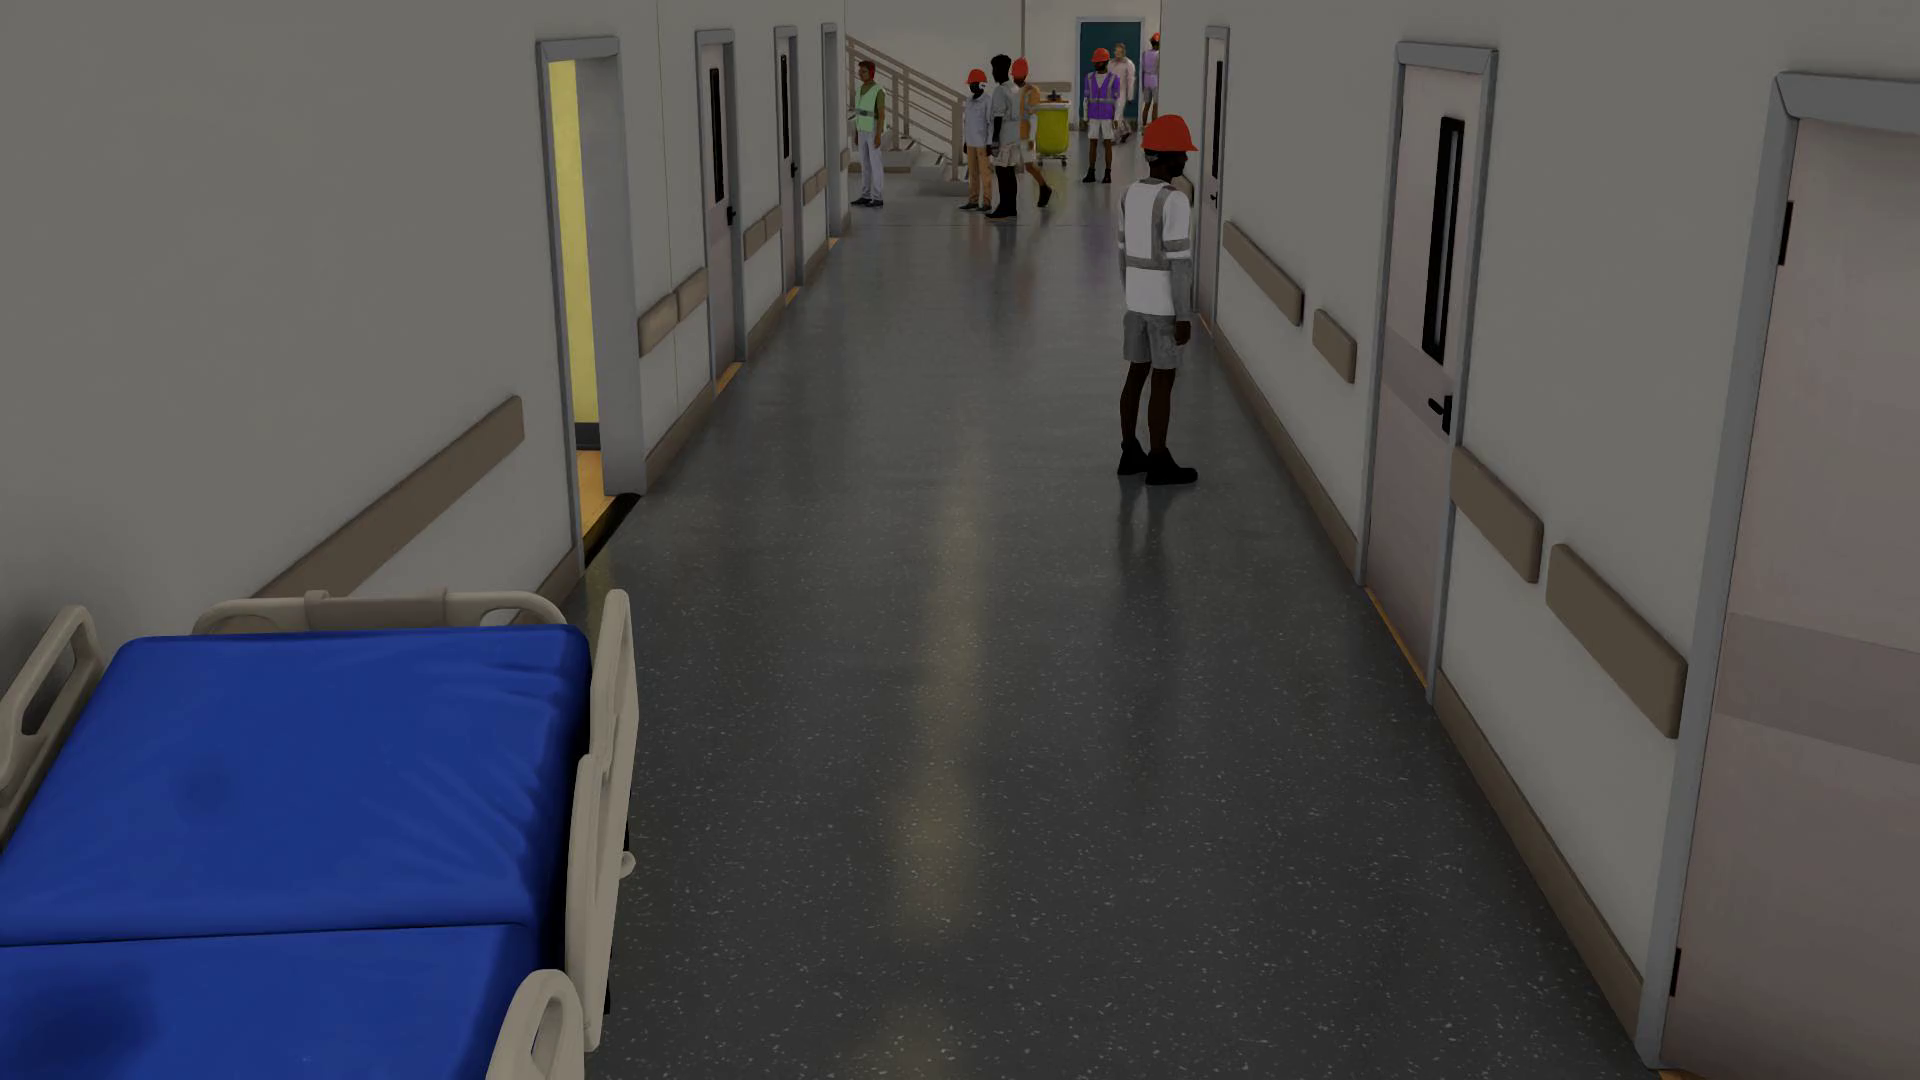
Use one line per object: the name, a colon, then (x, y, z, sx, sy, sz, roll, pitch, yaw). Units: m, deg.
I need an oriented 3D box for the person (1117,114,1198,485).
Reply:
person: (1.057, -1.257, 8.817, 0.359, 1.938, 0.547, -10, 20, -29)

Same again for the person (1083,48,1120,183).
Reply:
person: (2.066, -6.219, 24.409, 0.550, 1.933, 0.370, 7, 19, 21)

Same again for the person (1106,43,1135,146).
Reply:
person: (3.003, -8.400, 31.380, 0.708, 1.908, 0.673, -16, 24, -41)

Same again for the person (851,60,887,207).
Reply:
person: (-1.164, -5.263, 21.551, 0.389, 1.848, 0.567, -13, 22, -36)

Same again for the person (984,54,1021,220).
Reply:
person: (0.532, -4.865, 20.132, 0.387, 1.953, 0.610, 8, 19, 23)

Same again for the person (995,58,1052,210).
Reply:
person: (0.822, -5.127, 21.045, 0.552, 1.897, 0.809, 12, 21, 34)

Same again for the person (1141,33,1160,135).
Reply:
person: (3.950, -9.244, 33.771, 0.403, 2.031, 0.612, -16, 24, -41)

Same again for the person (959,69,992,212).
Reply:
person: (0.219, -5.039, 20.996, 0.329, 1.751, 0.572, -14, 22, -37)
